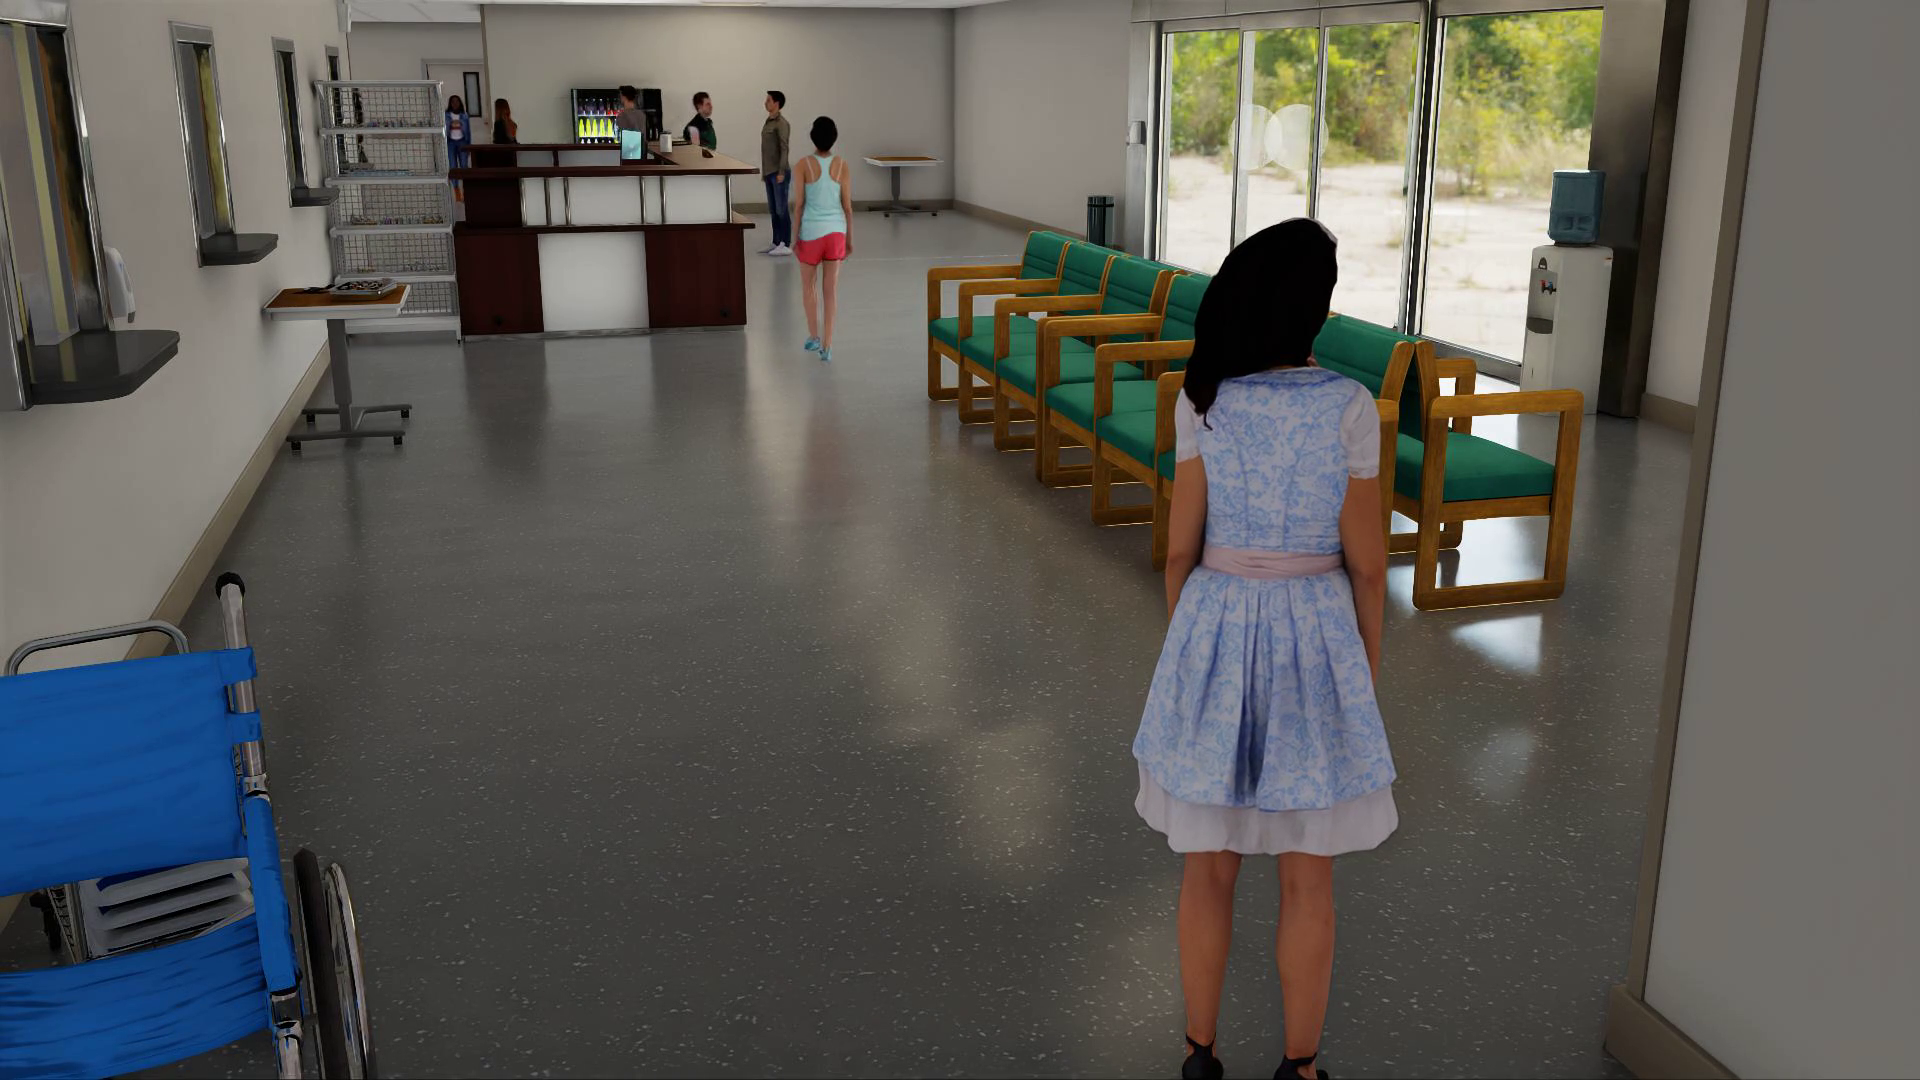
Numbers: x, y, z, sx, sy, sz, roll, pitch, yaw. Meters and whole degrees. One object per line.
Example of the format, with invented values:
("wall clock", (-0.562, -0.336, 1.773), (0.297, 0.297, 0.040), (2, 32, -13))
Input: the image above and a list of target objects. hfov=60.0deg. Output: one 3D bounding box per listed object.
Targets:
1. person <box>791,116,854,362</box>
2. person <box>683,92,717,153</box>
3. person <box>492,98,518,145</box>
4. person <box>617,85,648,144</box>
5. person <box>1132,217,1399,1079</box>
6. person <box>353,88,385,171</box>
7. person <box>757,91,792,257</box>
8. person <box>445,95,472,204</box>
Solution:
("person", (-0.990, -2.174, 12.129), (0.688, 1.747, 0.703), (-3, 16, -11))
("person", (-3.150, -4.443, 20.016), (0.784, 1.835, 0.763), (4, 16, 14))
("person", (-6.296, -5.306, 23.339), (1.135, 1.692, 0.964), (5, 16, 17))
("person", (-4.190, -4.933, 21.650), (1.091, 1.892, 1.037), (9, 18, 30))
("person", (0.599, 0.291, 3.257), (0.846, 1.816, 0.915), (6, 17, 20))
("person", (-11.709, -7.739, 31.830), (1.305, 1.768, 0.923), (0, 16, 0))
("person", (-2.108, -4.243, 19.251), (0.685, 1.864, 0.760), (-9, 18, -28))
("person", (-8.047, -6.199, 26.567), (1.143, 1.660, 0.657), (-4, 16, -15))
